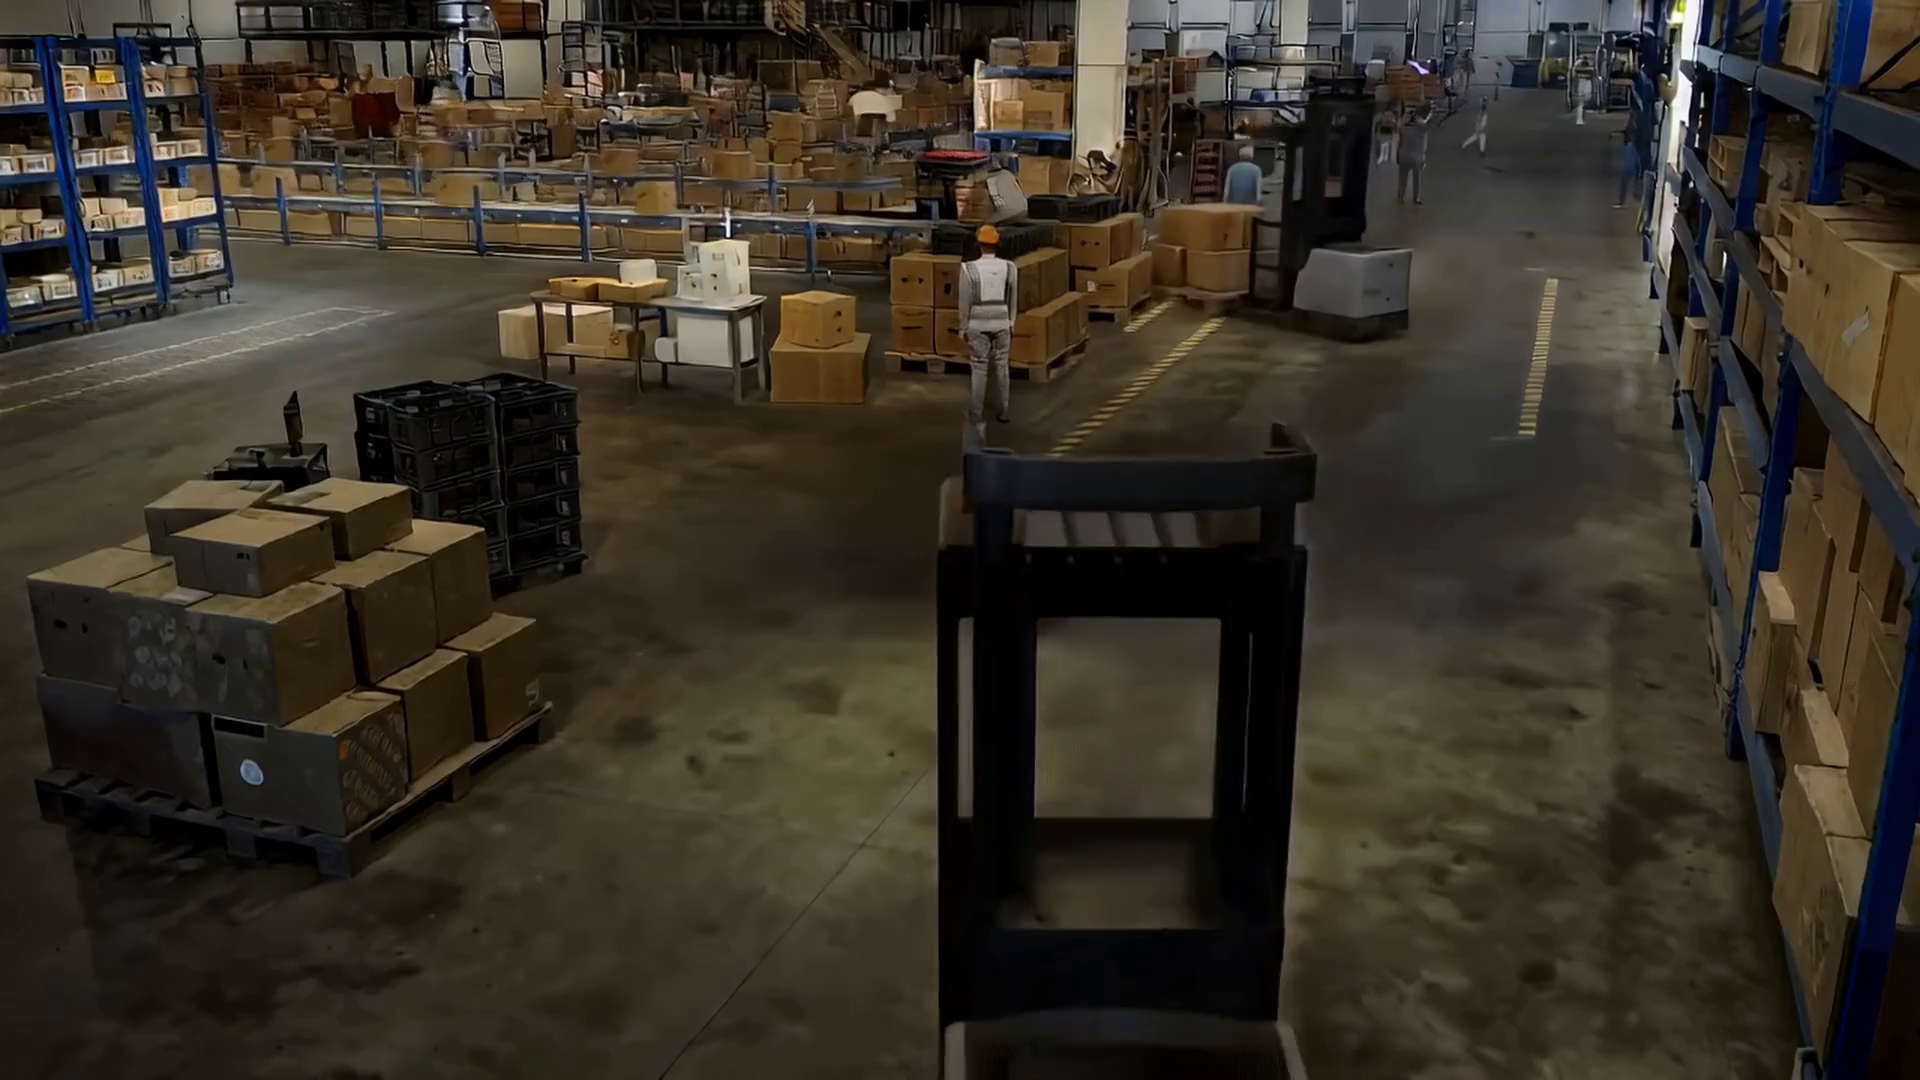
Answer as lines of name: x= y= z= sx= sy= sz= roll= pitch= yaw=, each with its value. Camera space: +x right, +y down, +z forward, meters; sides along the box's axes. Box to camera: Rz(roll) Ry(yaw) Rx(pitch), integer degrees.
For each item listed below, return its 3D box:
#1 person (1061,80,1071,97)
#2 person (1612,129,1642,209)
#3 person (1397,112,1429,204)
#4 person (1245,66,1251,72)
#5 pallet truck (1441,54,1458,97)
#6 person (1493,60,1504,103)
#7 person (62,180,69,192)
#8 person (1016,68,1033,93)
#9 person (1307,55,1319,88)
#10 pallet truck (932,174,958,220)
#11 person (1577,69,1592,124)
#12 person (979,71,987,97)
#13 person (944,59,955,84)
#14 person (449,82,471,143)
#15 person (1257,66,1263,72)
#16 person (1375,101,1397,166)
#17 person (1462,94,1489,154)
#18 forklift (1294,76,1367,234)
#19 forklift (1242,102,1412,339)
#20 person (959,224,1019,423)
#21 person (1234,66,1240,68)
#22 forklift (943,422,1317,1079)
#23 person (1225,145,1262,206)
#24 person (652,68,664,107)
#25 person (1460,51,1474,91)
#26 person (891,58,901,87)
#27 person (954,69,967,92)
person: x=4.874 y=-21.282 z=76.613 sx=0.864 sy=1.913 sz=0.640 roll=-4 pitch=18 yaw=-12
person: x=13.770 y=-7.599 z=34.090 sx=0.527 sy=1.615 sz=0.511 roll=4 pitch=18 yaw=11
person: x=9.541 y=-8.057 z=35.075 sx=0.637 sy=1.900 sz=0.396 roll=6 pitch=19 yaw=17
person: x=12.739 y=-20.252 z=73.455 sx=0.400 sy=1.851 sz=0.564 roll=9 pitch=20 yaw=25
pallet truck: x=22.765 y=-21.886 z=78.355 sx=0.823 sy=1.965 sz=1.885 roll=-4 pitch=18 yaw=-14
person: x=23.954 y=-20.389 z=73.908 sx=0.429 sy=1.844 sz=0.625 roll=2 pitch=18 yaw=7
person: x=-15.397 y=-5.871 z=28.186 sx=0.405 sy=1.905 sz=0.650 roll=14 pitch=22 yaw=37
person: x=2.471 y=-17.482 z=64.449 sx=0.683 sy=2.000 sz=0.536 roll=1 pitch=18 yaw=2
person: x=18.630 y=-24.600 z=87.319 sx=0.888 sy=1.729 sz=0.521 roll=5 pitch=18 yaw=16
pallet truck: x=-0.507 y=-5.292 z=27.348 sx=0.653 sy=1.274 sz=1.630 roll=6 pitch=19 yaw=19
person: x=22.460 y=-15.926 z=59.753 sx=0.385 sy=1.930 sz=0.539 roll=2 pitch=18 yaw=6
person: x=0.791 y=-15.554 z=58.643 sx=0.993 sy=1.883 sz=0.568 roll=-4 pitch=18 yaw=-12
person: x=-0.511 y=-18.923 z=69.016 sx=0.567 sy=2.015 sz=0.652 roll=8 pitch=19 yaw=24
person: x=-15.459 y=-13.117 z=51.087 sx=0.853 sy=1.836 sz=0.528 roll=6 pitch=19 yaw=19
person: x=16.473 y=-26.016 z=91.447 sx=0.367 sy=1.927 sz=0.587 roll=7 pitch=19 yaw=21
person: x=11.193 y=-10.700 z=43.779 sx=0.542 sy=1.648 sz=0.889 roll=7 pitch=19 yaw=21
person: x=14.675 y=-11.780 z=47.135 sx=0.642 sy=1.677 sz=0.536 roll=1 pitch=18 yaw=2
forklift: x=6.598 y=-6.755 z=29.381 sx=1.129 sy=2.768 sz=1.873 roll=6 pitch=19 yaw=19
forklift: x=4.698 y=-4.073 z=20.952 sx=1.129 sy=2.768 sz=1.873 roll=-13 pitch=22 yaw=-35
person: x=0.279 y=-2.109 z=16.295 sx=0.605 sy=1.948 sz=0.386 roll=-6 pitch=19 yaw=-18
person: x=14.100 y=-23.743 z=84.702 sx=0.381 sy=1.679 sz=0.548 roll=-2 pitch=18 yaw=-8
forklift: x=0.469 y=1.040 z=4.886 sx=1.129 sy=2.768 sz=1.873 roll=0 pitch=18 yaw=1
person: x=4.734 y=-5.684 z=27.799 sx=0.607 sy=1.788 sz=0.915 roll=5 pitch=18 yaw=15
person: x=-11.835 y=-17.621 z=65.335 sx=0.524 sy=1.768 sz=0.312 roll=9 pitch=20 yaw=26
person: x=25.835 y=-23.905 z=84.799 sx=0.649 sy=1.937 sz=1.046 roll=3 pitch=18 yaw=8
person: x=-2.816 y=-20.809 z=75.167 sx=0.958 sy=1.883 sz=0.592 roll=-6 pitch=19 yaw=-19
person: x=0.073 y=-16.585 z=61.961 sx=0.582 sy=1.826 sz=1.003 roll=8 pitch=19 yaw=23
